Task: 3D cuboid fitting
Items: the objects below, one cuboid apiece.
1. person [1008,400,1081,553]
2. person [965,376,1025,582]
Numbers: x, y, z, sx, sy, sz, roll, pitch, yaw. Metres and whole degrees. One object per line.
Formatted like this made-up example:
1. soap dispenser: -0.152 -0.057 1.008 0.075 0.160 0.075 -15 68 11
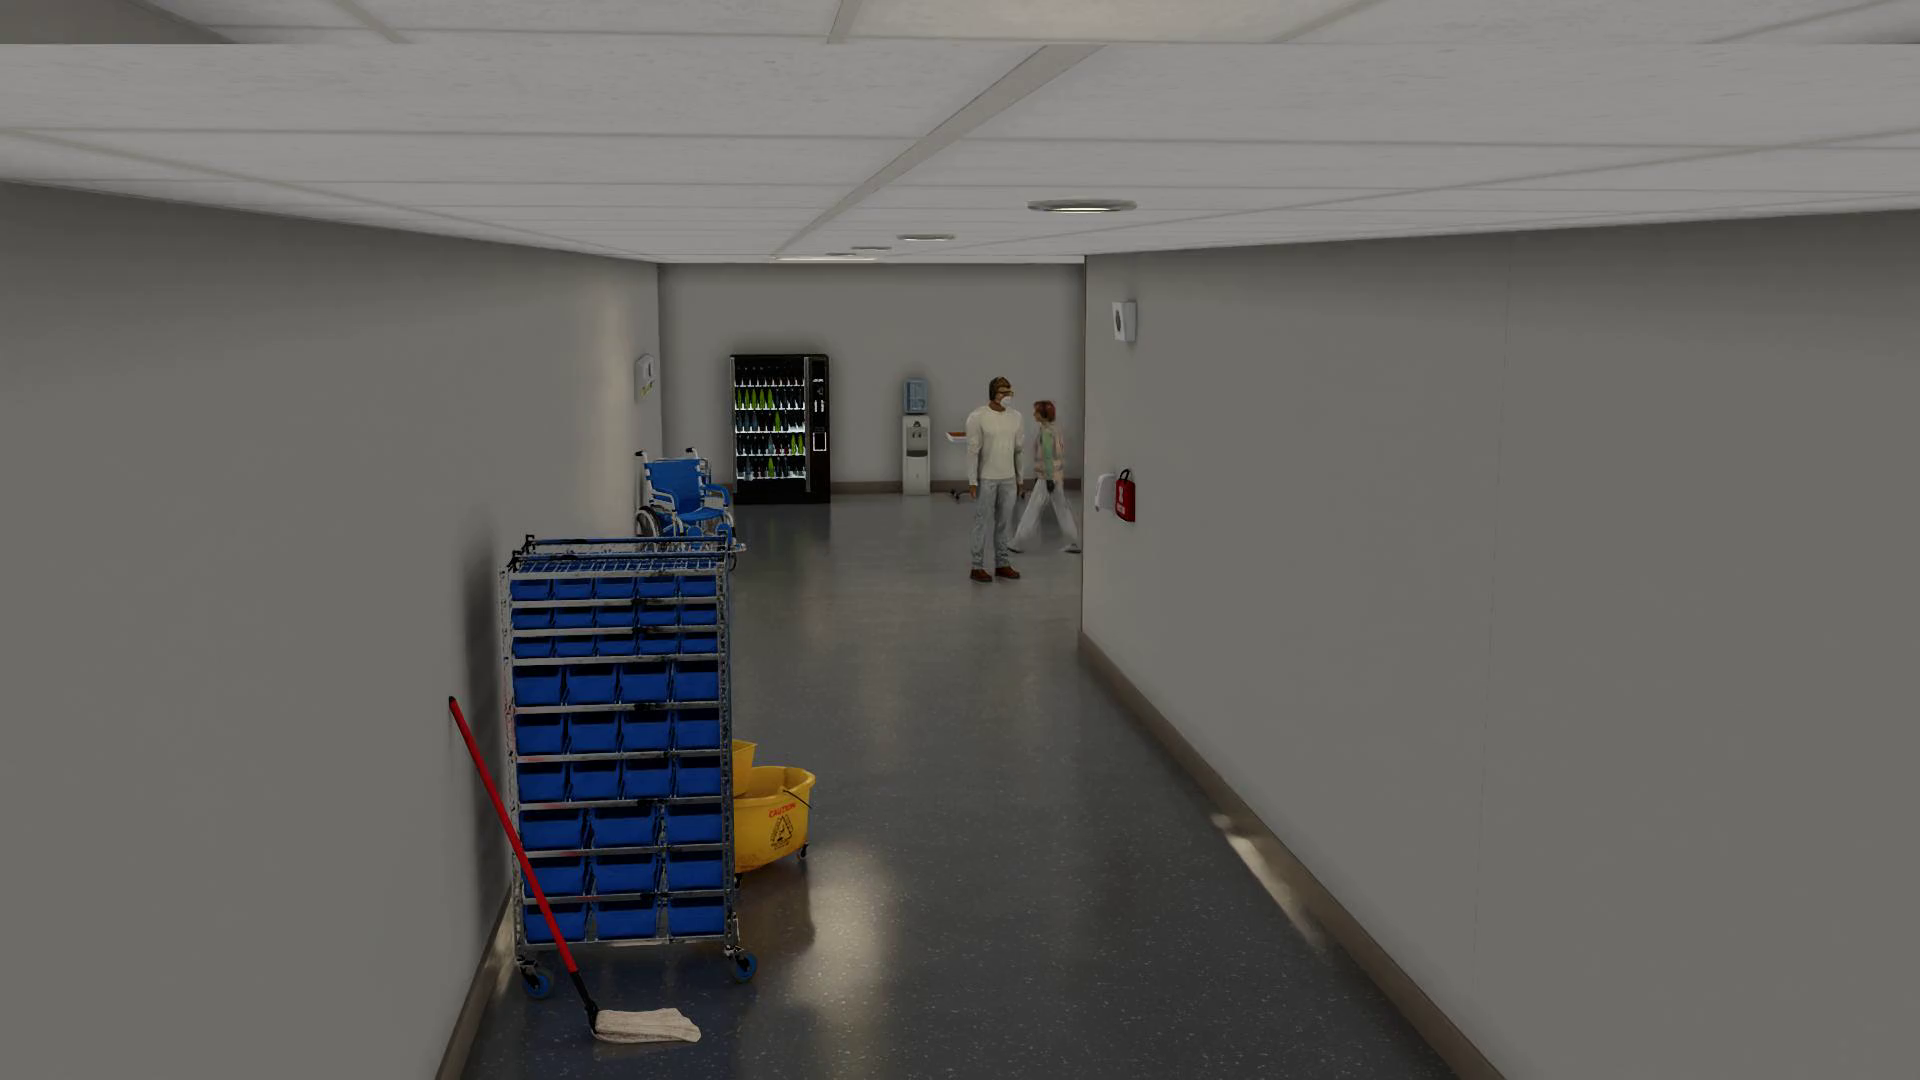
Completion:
1. person: 0.852 -0.642 17.125 0.875 1.590 0.541 2 9 11
2. person: 0.335 -0.570 15.633 0.628 1.932 0.371 -6 11 -32
